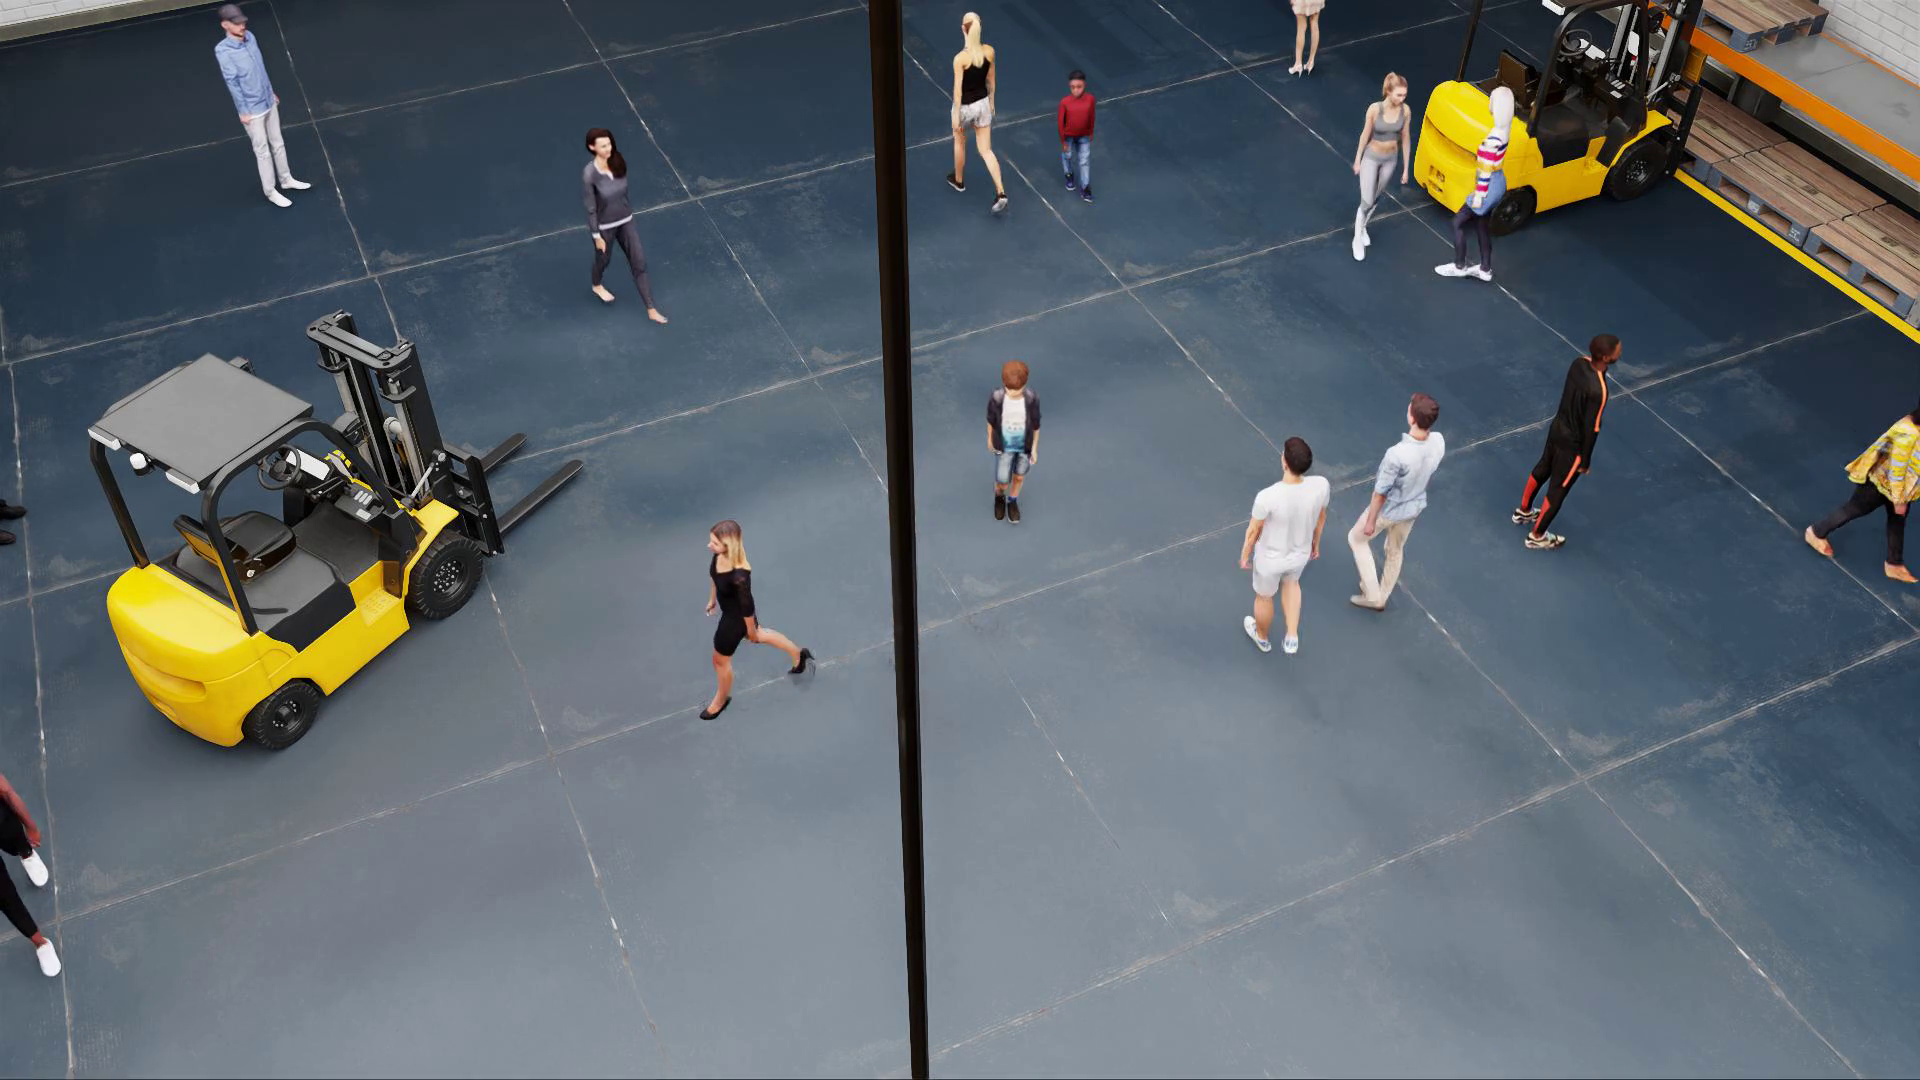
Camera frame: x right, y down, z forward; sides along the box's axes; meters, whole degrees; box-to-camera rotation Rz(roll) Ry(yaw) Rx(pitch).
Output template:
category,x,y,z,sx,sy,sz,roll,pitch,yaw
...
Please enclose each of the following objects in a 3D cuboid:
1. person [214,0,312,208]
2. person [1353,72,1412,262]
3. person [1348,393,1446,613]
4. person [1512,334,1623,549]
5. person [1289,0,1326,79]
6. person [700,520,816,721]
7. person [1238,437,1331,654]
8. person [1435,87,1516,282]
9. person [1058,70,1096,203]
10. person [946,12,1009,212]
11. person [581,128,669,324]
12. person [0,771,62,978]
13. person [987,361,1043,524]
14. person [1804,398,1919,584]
category,x,y,z,sx,sy,sz,roll,pitch,yaw
person,-6.395,-3.966,15.101,0.799,1.884,0.729,12,45,12
person,3.653,-3.352,14.601,0.676,1.685,0.797,-7,44,-7
person,2.970,-0.165,11.142,0.663,1.841,0.604,-20,47,-19
person,4.295,-0.716,11.747,0.743,1.804,0.596,-5,44,-5
person,3.557,-5.533,16.853,0.588,1.735,0.530,-16,46,-16
person,-1.343,0.461,10.631,0.659,1.640,1.007,-15,46,-15
person,2.141,0.122,10.835,0.767,1.848,0.822,-11,45,-11
person,4.552,-2.960,14.120,0.909,1.779,0.862,21,47,20
person,1.049,-3.804,15.400,0.658,1.237,0.844,-5,44,-5
person,0.169,-3.852,15.032,0.655,1.814,1.170,-21,47,-21
person,-2.949,-2.634,13.821,1.225,1.721,0.932,31,52,29
person,-5.502,1.597,9.408,0.766,1.681,1.246,-25,49,-24
person,0.390,-0.749,12.047,0.602,1.437,0.627,-3,44,-4
person,6.392,-0.442,11.598,0.854,1.612,1.101,-28,50,-26
